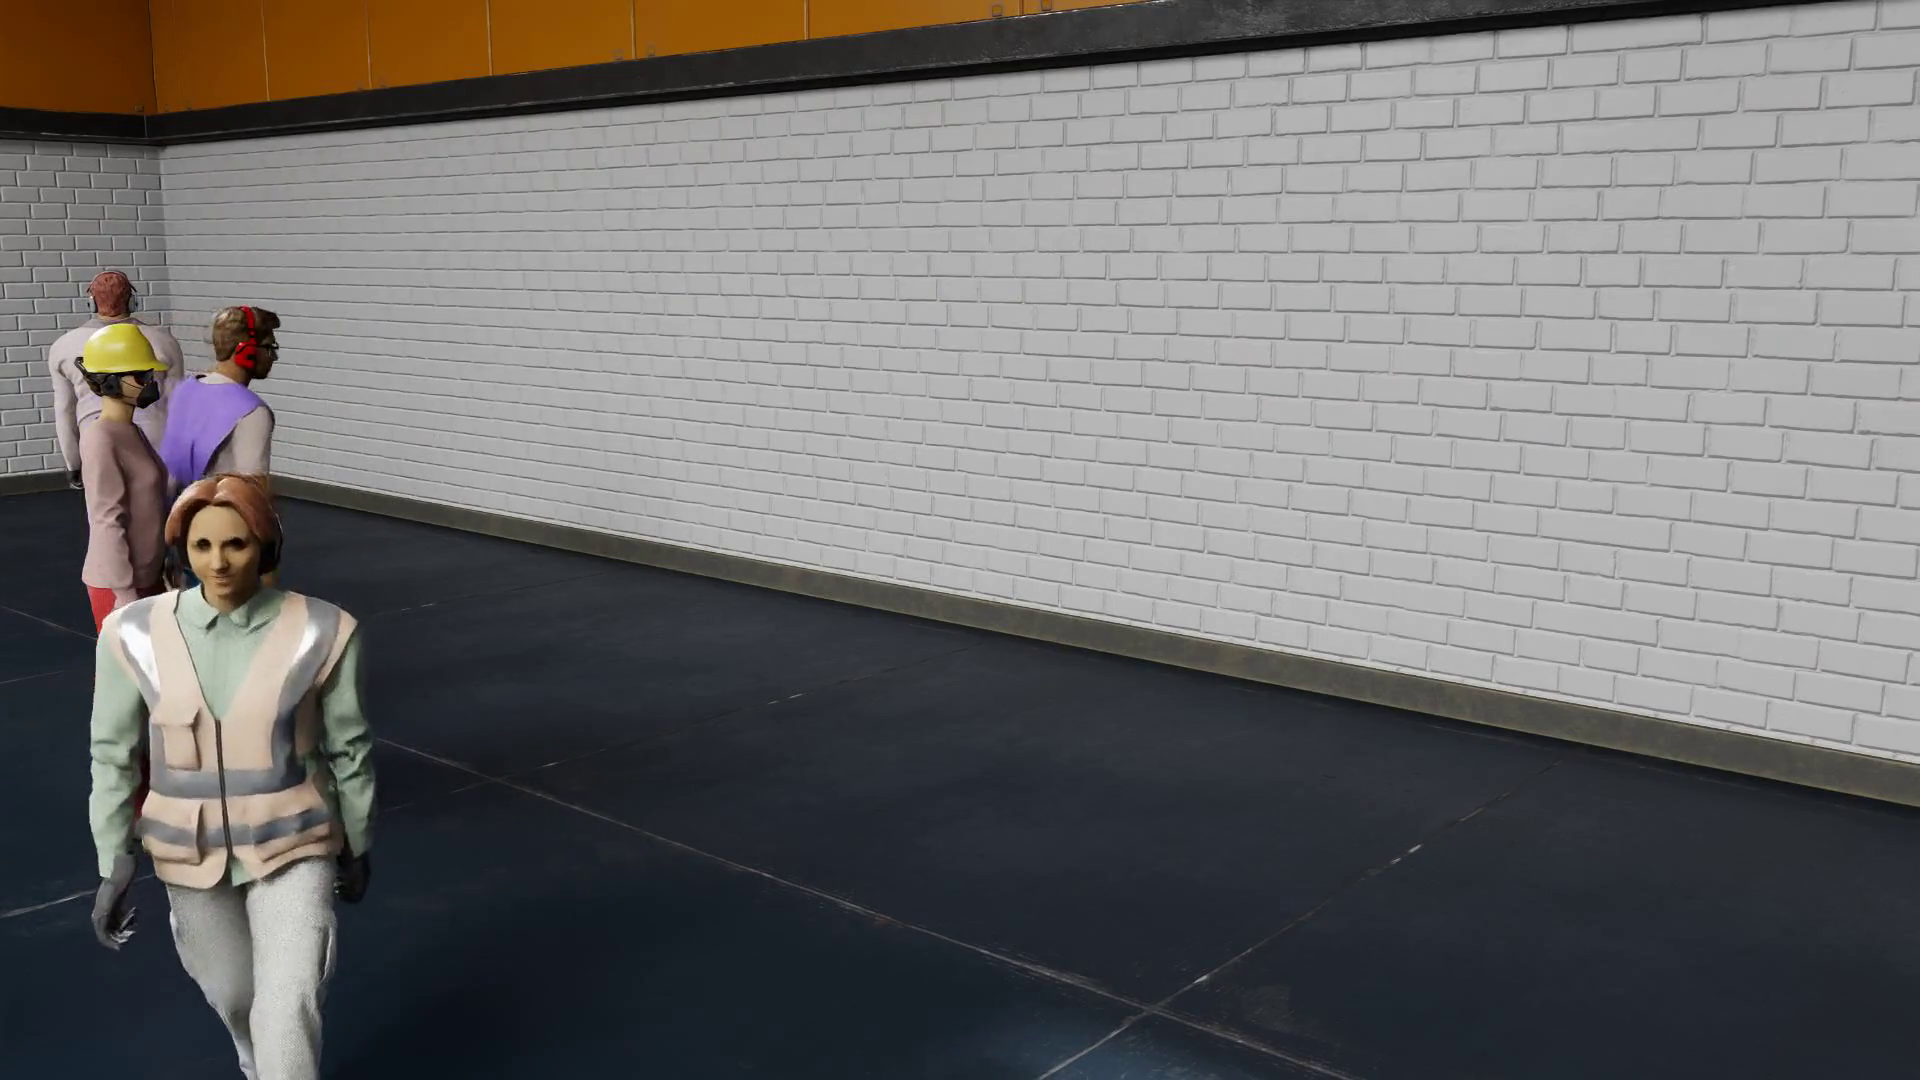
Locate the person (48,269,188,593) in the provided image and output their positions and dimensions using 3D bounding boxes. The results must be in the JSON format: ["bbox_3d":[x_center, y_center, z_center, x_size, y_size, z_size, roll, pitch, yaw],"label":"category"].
[{"bbox_3d":[-4.331,-0.442,8.668,0.642,1.913,0.409,-4,11,-20],"label":"person"}]

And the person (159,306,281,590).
[{"bbox_3d":[-2.714,0.055,6.113,0.592,1.808,0.535,9,13,41],"label":"person"}]

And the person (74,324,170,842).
[{"bbox_3d":[-2.833,0.147,5.725,0.315,1.769,0.524,-3,10,-16],"label":"person"}]

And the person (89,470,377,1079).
[{"bbox_3d":[-1.464,0.633,3.437,0.507,1.597,0.823,-2,10,-9],"label":"person"}]
